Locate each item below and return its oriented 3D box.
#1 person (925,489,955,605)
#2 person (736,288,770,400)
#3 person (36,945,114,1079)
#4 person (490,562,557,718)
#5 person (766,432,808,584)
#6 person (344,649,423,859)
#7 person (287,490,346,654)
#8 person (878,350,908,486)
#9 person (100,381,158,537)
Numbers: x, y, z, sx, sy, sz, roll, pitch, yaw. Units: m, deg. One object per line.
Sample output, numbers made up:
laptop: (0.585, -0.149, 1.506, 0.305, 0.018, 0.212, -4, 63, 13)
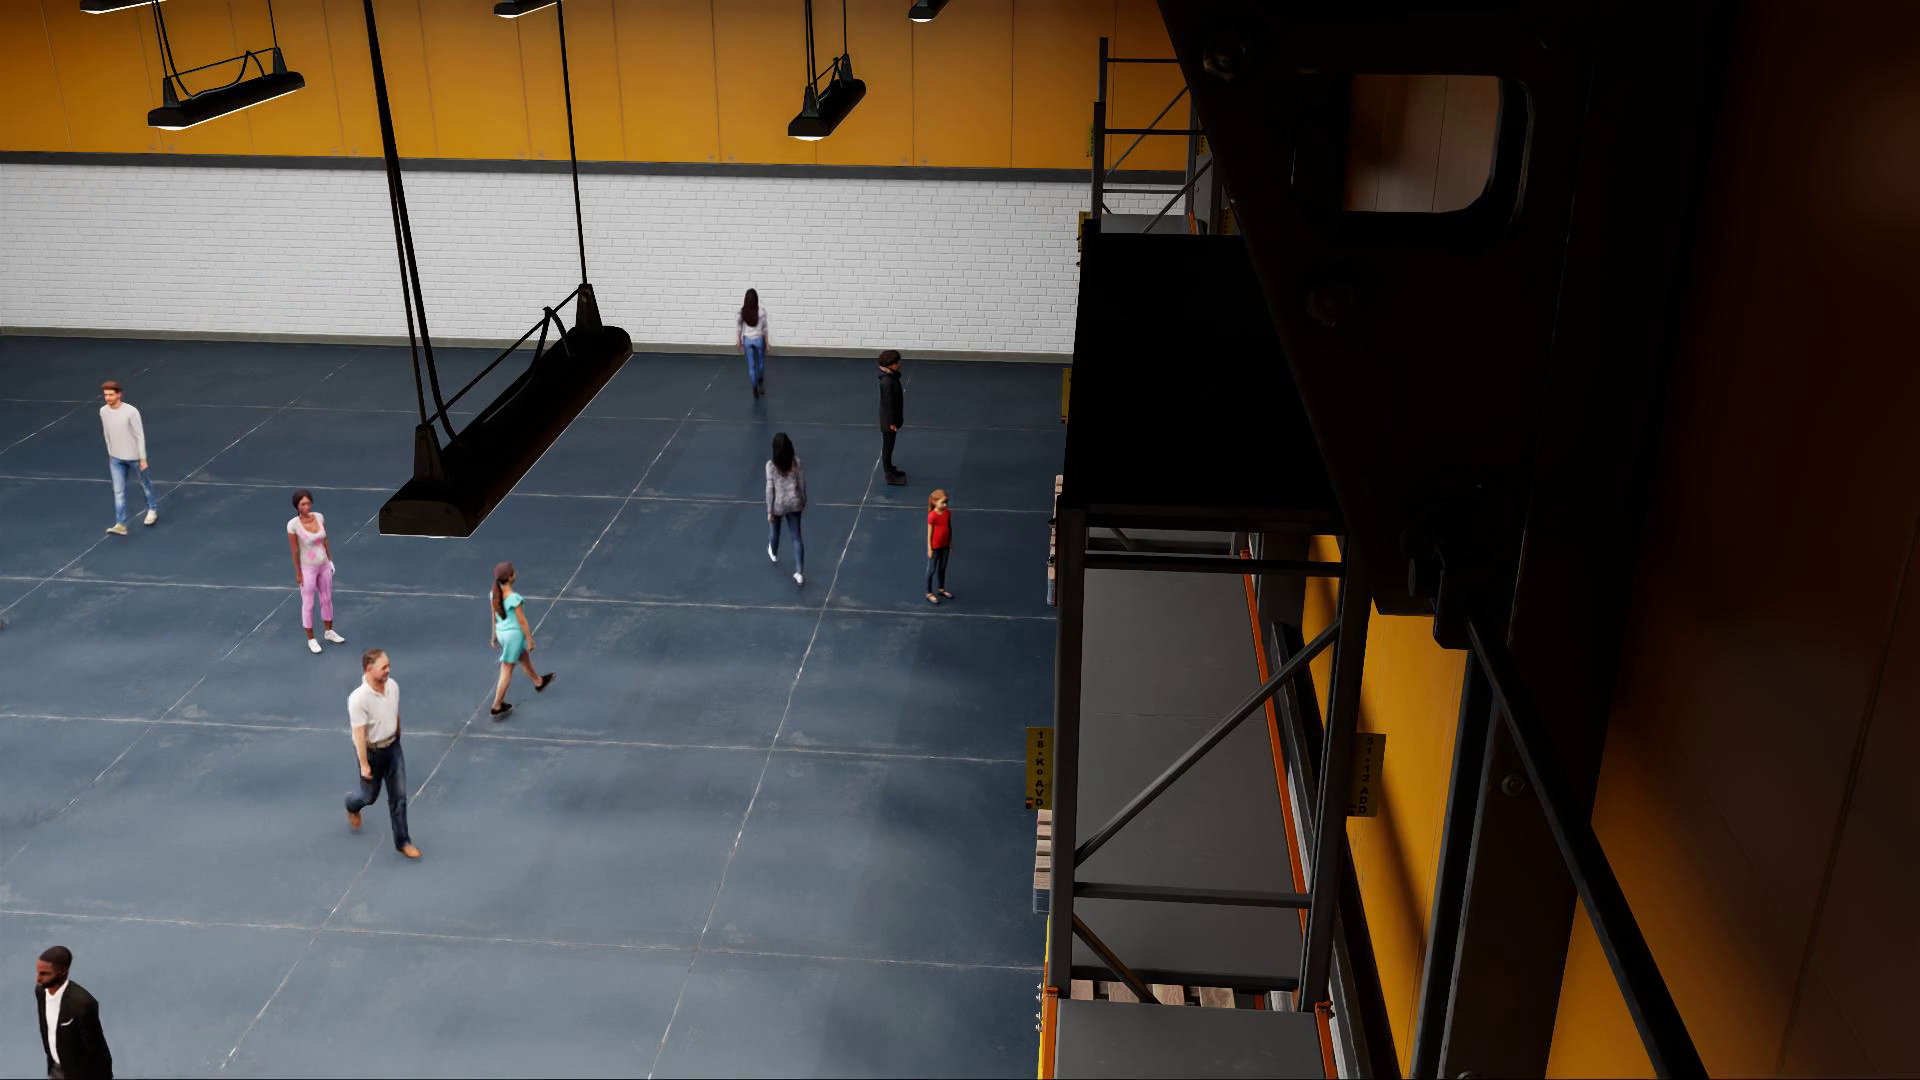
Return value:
person: (-0.245, 0.049, 18.260, 0.551, 1.308, 0.611, -19, 30, -37)
person: (-3.044, -2.883, 24.601, 0.775, 1.602, 1.025, -4, 24, -9)
person: (-5.415, 3.243, 10.353, 0.907, 1.789, 1.046, 13, 27, 28)
person: (-4.341, 0.971, 15.893, 0.914, 1.515, 1.127, 16, 28, 33)
person: (-1.929, -0.326, 18.659, 1.005, 1.675, 1.289, -8, 25, -18)
person: (-4.873, 1.735, 13.764, 1.121, 1.821, 1.191, 17, 29, 33)
person: (-6.665, 0.295, 17.155, 0.719, 1.742, 0.612, 16, 28, 32)
person: (-0.901, -1.599, 21.441, 0.702, 1.779, 0.543, 0, 24, -1)
person: (-9.962, -1.022, 20.022, 0.742, 1.860, 1.150, 0, 24, 0)
